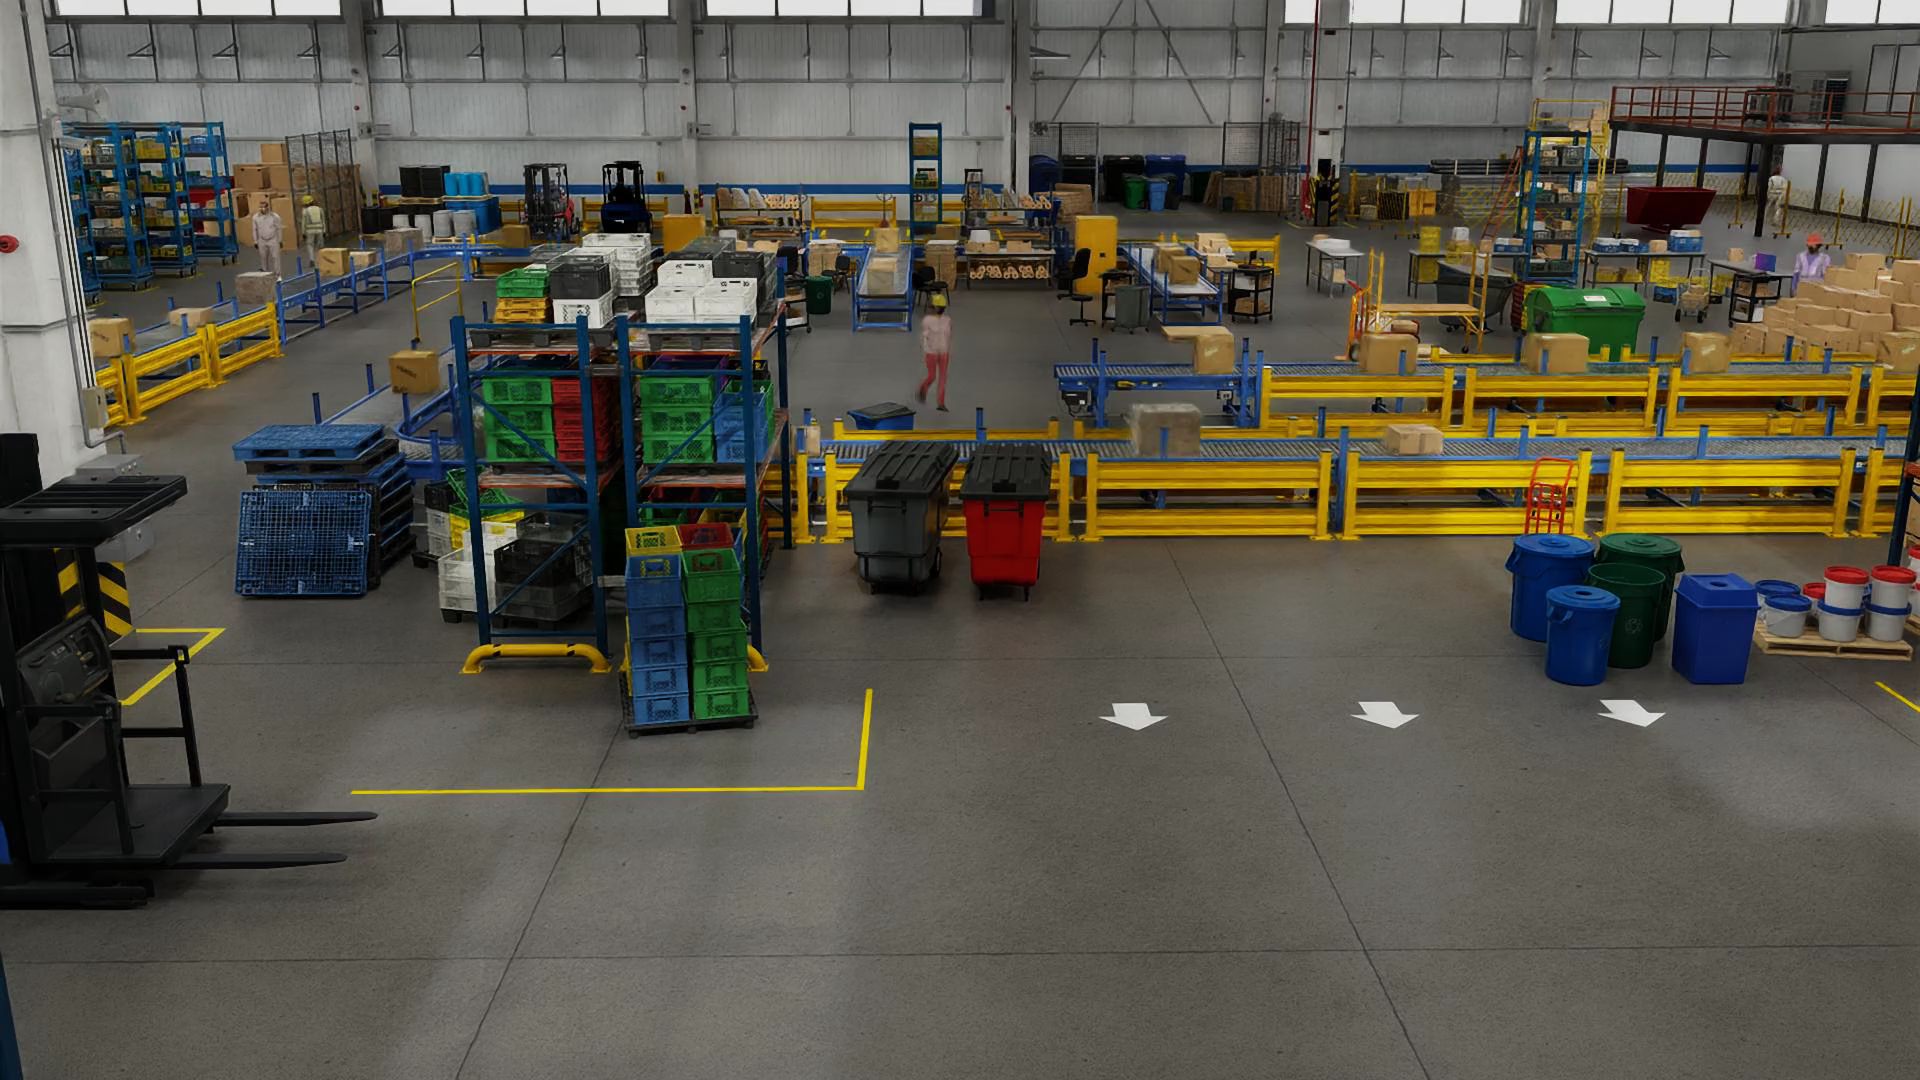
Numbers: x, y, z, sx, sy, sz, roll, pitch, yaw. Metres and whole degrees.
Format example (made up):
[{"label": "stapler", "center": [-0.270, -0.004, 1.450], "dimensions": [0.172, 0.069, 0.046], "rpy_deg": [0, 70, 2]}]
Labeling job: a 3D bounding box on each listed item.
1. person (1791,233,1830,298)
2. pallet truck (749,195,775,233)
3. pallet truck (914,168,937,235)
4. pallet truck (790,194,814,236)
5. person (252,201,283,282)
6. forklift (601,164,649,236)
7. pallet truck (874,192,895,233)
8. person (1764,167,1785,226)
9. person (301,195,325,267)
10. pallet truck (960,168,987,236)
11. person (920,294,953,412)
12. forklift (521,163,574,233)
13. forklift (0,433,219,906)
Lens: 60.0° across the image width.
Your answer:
[{"label": "person", "center": [15.723, -4.668, 30.807], "dimensions": [0.631, 2.027, 0.423], "rpy_deg": [15, 22, 42]}, {"label": "pallet truck", "center": [-6.051, -9.967, 50.660], "dimensions": [0.680, 1.201, 1.601], "rpy_deg": [0, 16, -1]}, {"label": "pallet truck", "center": [-0.989, -10.316, 50.507], "dimensions": [0.823, 1.965, 1.885], "rpy_deg": [1, 16, 3]}, {"label": "pallet truck", "center": [-4.814, -9.883, 50.259], "dimensions": [0.704, 1.261, 1.522], "rpy_deg": [-1, 16, -3]}, {"label": "person", "center": [-16.384, -7.064, 39.375], "dimensions": [0.651, 1.901, 0.403], "rpy_deg": [-3, 16, -11]}, {"label": "forklift", "center": [-9.948, -10.127, 49.296], "dimensions": [1.157, 1.987, 2.680], "rpy_deg": [-1, 16, -3]}, {"label": "pallet truck", "center": [-2.277, -9.986, 50.594], "dimensions": [0.653, 1.274, 1.630], "rpy_deg": [0, 16, -1]}, {"label": "person", "center": [25.887, -10.943, 52.975], "dimensions": [0.598, 1.830, 0.976], "rpy_deg": [1, 16, 4]}, {"label": "person", "center": [-16.466, -7.868, 42.383], "dimensions": [0.565, 1.803, 0.626], "rpy_deg": [13, 20, 38]}, {"label": "pallet truck", "center": [0.383, -10.230, 50.206], "dimensions": [0.823, 1.965, 1.885], "rpy_deg": [-1, 16, -3]}, {"label": "person", "center": [-0.362, -2.801, 24.806], "dimensions": [0.545, 1.751, 0.479], "rpy_deg": [-10, 19, -30]}, {"label": "forklift", "center": [-12.233, -10.122, 49.298], "dimensions": [1.157, 1.987, 2.680], "rpy_deg": [0, 16, -1]}, {"label": "forklift", "center": [-5.952, 0.780, 10.366], "dimensions": [1.873, 2.768, 1.129], "rpy_deg": [0, 16, -1]}]
